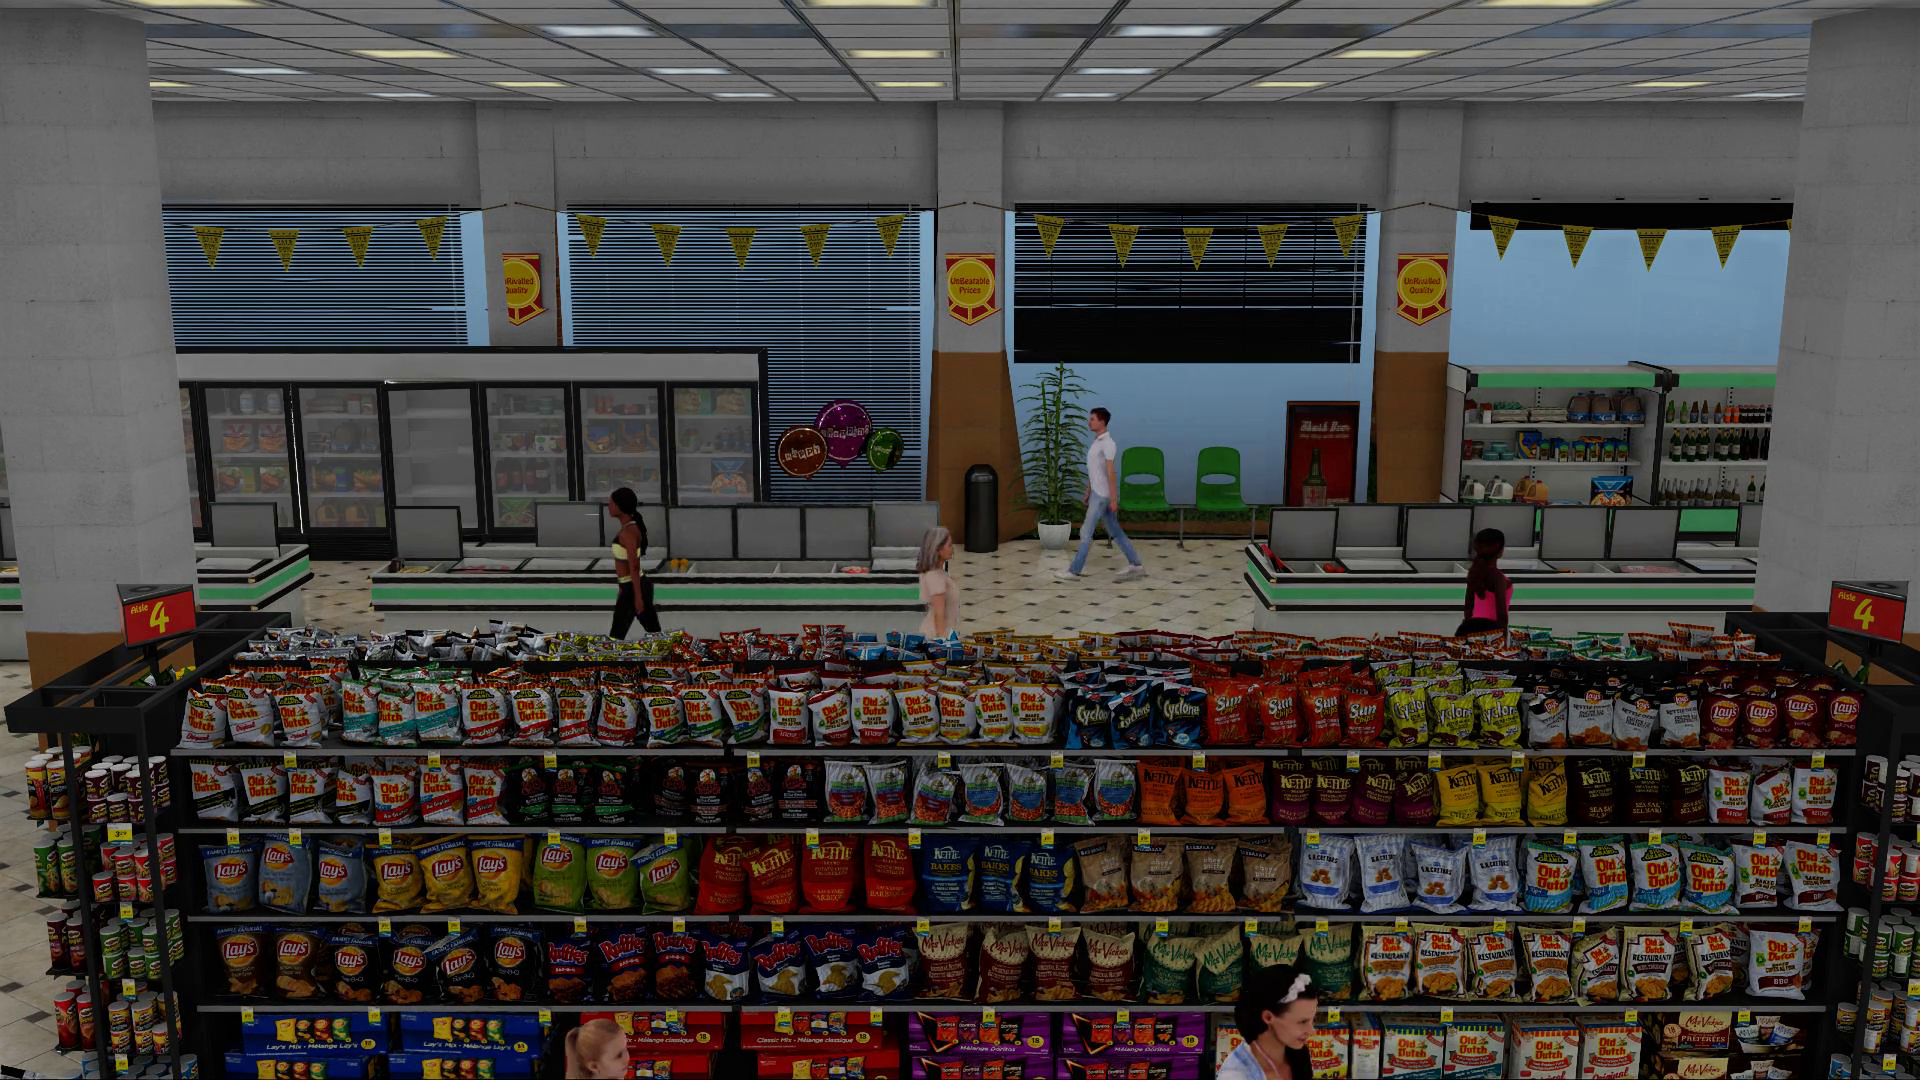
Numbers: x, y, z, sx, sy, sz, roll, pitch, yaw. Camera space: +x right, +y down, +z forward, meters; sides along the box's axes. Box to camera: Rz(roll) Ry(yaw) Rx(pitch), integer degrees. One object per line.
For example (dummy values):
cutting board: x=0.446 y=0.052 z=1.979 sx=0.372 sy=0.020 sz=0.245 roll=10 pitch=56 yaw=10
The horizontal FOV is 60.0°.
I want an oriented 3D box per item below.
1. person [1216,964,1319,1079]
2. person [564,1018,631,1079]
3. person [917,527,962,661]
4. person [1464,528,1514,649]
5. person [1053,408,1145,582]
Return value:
person: x=0.903 y=2.130 z=5.122 sx=1.049 sy=1.789 sz=0.997 roll=11 pitch=16 yaw=41
person: x=-1.302 y=2.268 z=5.799 sx=0.922 sy=1.241 sz=0.580 roll=2 pitch=12 yaw=9
person: x=-0.243 y=0.770 z=11.758 sx=1.085 sy=1.716 sz=0.743 roll=-2 pitch=12 yaw=-11
person: x=3.718 y=0.751 z=11.839 sx=0.644 sy=1.720 sz=0.624 roll=-5 pitch=13 yaw=-21
person: x=1.575 y=-0.438 z=17.290 sx=1.240 sy=1.801 sz=0.768 roll=-1 pitch=12 yaw=-7
